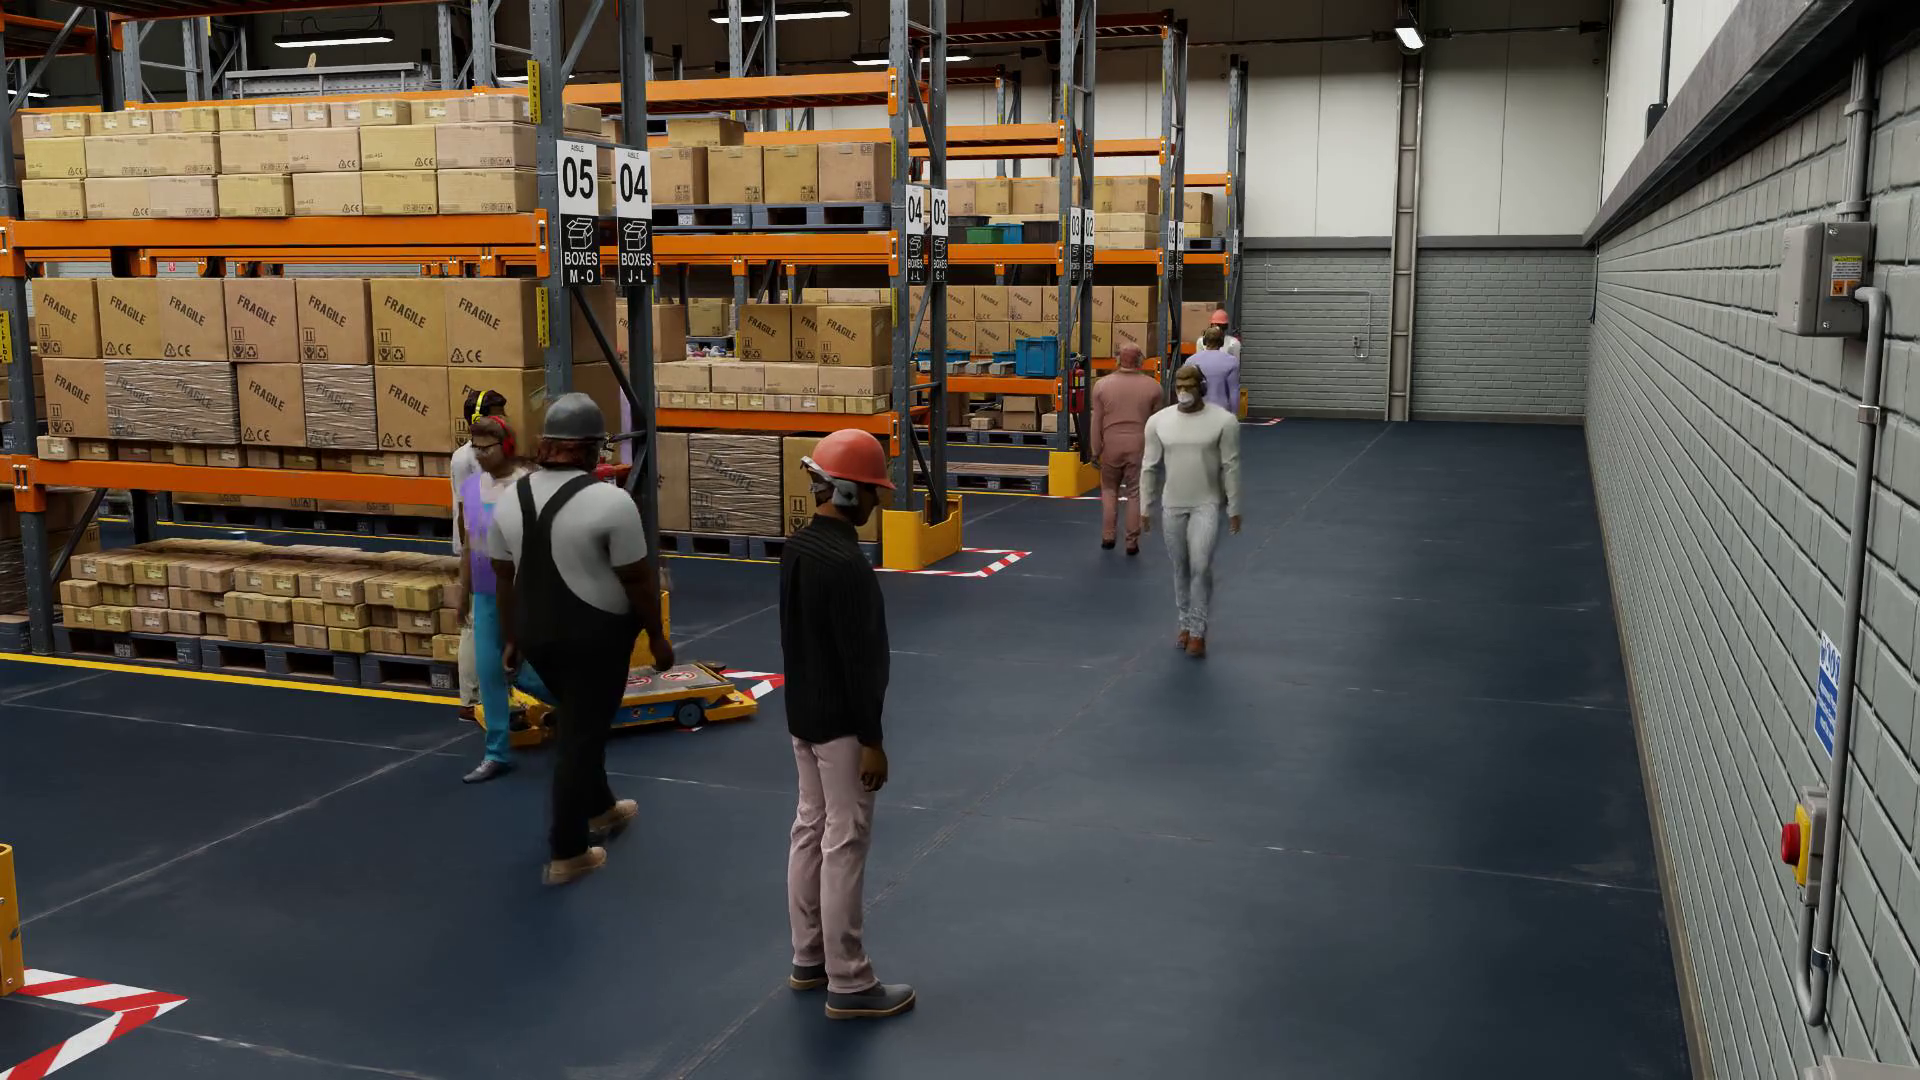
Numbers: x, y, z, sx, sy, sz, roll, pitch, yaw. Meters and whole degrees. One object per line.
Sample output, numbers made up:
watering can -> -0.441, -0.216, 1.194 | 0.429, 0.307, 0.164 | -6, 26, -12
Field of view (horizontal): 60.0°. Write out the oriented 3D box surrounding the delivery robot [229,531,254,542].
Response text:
delivery robot -> -5.416, 0.178, 12.530 | 0.707, 0.478, 0.477 | 3, 10, 22

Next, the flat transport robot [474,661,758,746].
flat transport robot -> -1.914, 0.892, 9.260 | 1.431, 0.197, 0.652 | -5, 10, -27

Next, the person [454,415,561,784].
person -> -2.210, 0.275, 8.302 | 0.600, 1.816, 0.658 | 5, 11, 30

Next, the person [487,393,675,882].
person -> -1.529, 0.361, 7.070 | 0.693, 2.000, 0.889 | 5, 11, 31

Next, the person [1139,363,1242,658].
person -> 1.474, -0.190, 10.883 | 0.662, 1.912, 0.787 | 4, 10, 22

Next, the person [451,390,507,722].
person -> -2.657, 0.093, 9.317 | 0.333, 1.860, 0.509 | 1, 9, 6

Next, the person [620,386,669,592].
person -> -2.775, -0.552, 12.965 | 1.109, 1.965, 0.614 | 2, 9, 13

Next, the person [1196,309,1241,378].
person -> 3.529, -2.149, 22.778 | 0.633, 2.027, 0.661 | 3, 10, 20

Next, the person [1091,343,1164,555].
person -> 1.509, -0.823, 14.940 | 0.660, 1.889, 0.619 | 1, 9, 6

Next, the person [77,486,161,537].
person -> -8.114, -0.958, 15.771 | 0.974, 1.904, 0.630 | 3, 10, 20

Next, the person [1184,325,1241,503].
person -> 2.750, -1.365, 18.154 | 0.627, 1.941, 0.371 | 4, 10, 22

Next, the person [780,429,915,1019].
person -> -0.400, 0.615, 5.655 | 0.393, 1.985, 0.611 | -5, 10, -27
